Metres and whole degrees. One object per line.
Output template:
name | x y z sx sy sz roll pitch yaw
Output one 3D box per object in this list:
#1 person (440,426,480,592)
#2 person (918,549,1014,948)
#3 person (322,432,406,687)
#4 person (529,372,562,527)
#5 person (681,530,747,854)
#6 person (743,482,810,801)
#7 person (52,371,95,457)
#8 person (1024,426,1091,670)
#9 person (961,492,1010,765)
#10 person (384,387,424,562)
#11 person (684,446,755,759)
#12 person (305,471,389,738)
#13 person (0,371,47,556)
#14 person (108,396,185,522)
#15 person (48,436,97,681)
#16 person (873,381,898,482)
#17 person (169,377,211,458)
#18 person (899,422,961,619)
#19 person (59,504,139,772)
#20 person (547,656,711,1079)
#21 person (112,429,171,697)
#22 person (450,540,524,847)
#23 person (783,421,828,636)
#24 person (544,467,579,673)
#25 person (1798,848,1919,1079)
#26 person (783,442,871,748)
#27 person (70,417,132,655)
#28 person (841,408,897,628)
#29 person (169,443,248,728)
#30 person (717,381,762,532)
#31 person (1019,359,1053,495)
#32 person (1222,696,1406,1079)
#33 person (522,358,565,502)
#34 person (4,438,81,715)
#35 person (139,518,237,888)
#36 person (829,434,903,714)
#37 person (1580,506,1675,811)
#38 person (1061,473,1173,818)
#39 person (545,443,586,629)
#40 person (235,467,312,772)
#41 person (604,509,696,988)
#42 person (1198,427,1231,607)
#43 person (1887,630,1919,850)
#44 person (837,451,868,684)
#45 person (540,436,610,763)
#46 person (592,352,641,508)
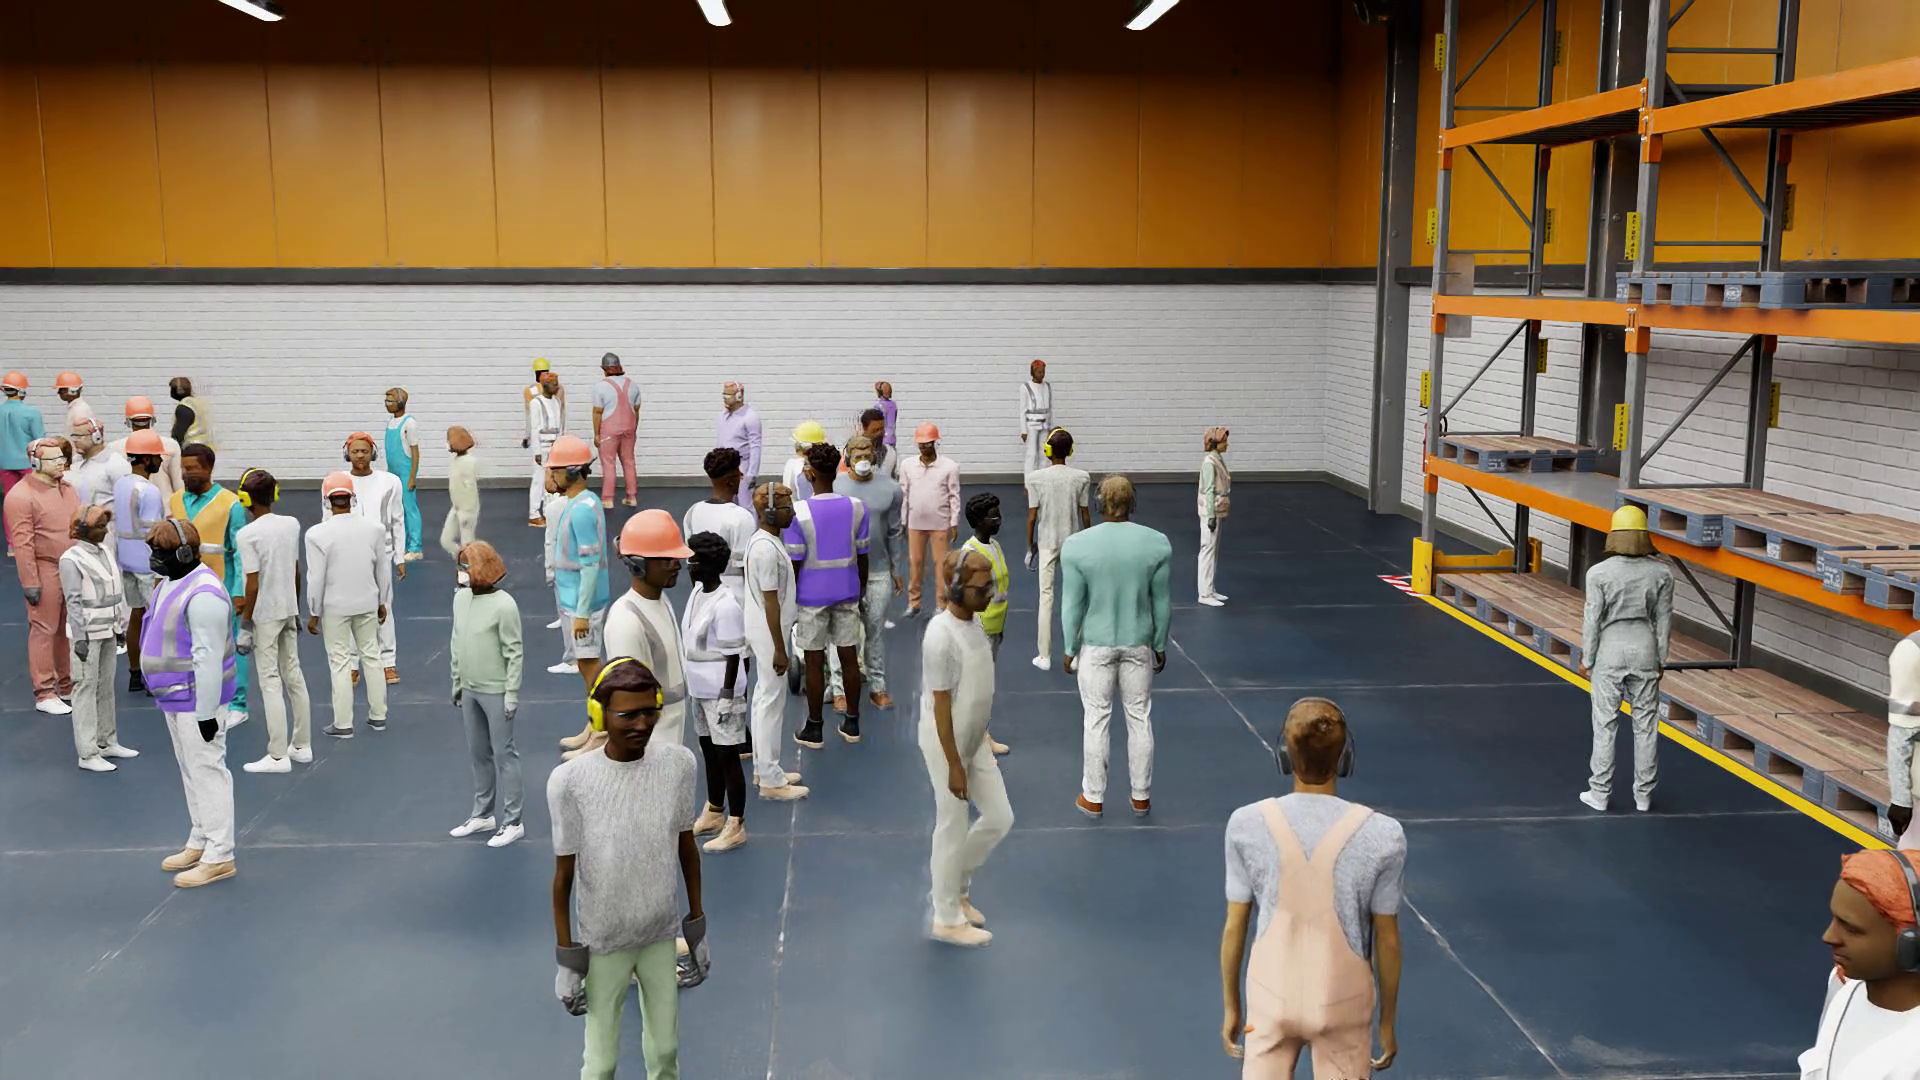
person | -4.690 -0.262 15.621 0.349 1.623 0.505 -7 11 -37
person | 0.017 0.941 7.416 0.401 1.829 0.501 4 10 26
person | -4.386 0.141 12.263 0.580 1.884 0.352 -3 10 -19
person | -4.987 -1.096 20.099 0.374 1.872 0.590 3 10 20
person | -1.301 0.789 8.772 0.318 1.699 0.537 -5 11 -31
person | -1.074 0.581 9.625 0.345 1.846 0.507 -2 9 -13
person | -9.641 -0.853 18.211 0.422 1.985 0.613 -6 11 -31
person | 0.753 0.065 12.770 0.518 1.877 0.326 -1 9 -4
person | 0.140 0.546 10.306 0.318 1.697 0.535 3 9 17
person | -5.922 -0.693 17.622 0.515 1.845 0.338 8 12 40
person | -1.459 0.393 10.439 0.607 1.961 0.367 8 12 39
person | -4.038 0.420 10.942 0.343 1.743 0.572 8 12 40
person | -10.106 -0.813 17.904 0.622 1.994 0.381 0 9 1
person | -6.983 -0.243 14.319 0.608 1.997 0.374 -5 10 -27
person | -6.669 0.136 12.459 0.357 1.836 0.511 3 9 16
person | -0.989 -1.271 21.895 0.308 1.640 0.510 4 10 26
person | -9.284 -1.036 19.885 0.744 1.813 0.657 -3 9 -16
person | -0.277 -0.165 14.594 0.564 1.751 0.342 3 9 16
person | -5.311 0.590 10.218 0.309 1.637 0.513 0 9 -1
person | -1.032 1.272 5.247 0.509 1.862 0.328 -6 11 -33
person | -5.838 0.166 11.983 0.539 1.930 0.377 7 12 39
person | -2.527 0.809 8.854 0.507 1.632 0.273 6 11 35
person | -1.252 -0.071 13.754 0.403 1.833 0.591 -3 10 -20
person | -2.991 0.204 12.689 0.280 1.625 0.493 4 10 23
person | 1.916 1.547 3.478 0.351 1.878 0.569 2 9 10
person | -0.861 0.371 10.674 0.603 1.931 0.368 -5 10 -28
person | -6.876 -0.027 13.247 0.655 1.906 0.407 4 10 23
person | -0.804 -0.191 14.292 0.507 1.901 0.609 8 12 42
person | -5.014 0.303 11.141 0.589 1.920 0.399 3 10 20
person | -2.387 -0.738 17.714 0.399 1.909 0.642 -9 12 -43
person | 1.053 -1.541 22.851 0.588 1.876 0.353 -8 12 -41
person | 1.005 1.360 4.797 0.503 1.830 0.381 3 10 20
person | -5.582 -1.469 22.270 0.619 1.923 0.391 -9 13 -44
person | -6.280 0.241 11.565 0.408 1.909 0.642 1 9 5
person | -3.845 0.798 8.313 0.429 1.837 0.624 -7 12 -38
person | -0.685 0.231 11.528 0.630 1.940 0.371 -3 10 -20
person | 3.754 0.670 9.408 0.484 1.736 0.305 1 9 5
person | 0.863 0.592 9.271 0.630 1.938 0.372 -1 9 -6
person | -3.314 -0.026 14.073 0.310 1.642 0.514 -7 11 -37
person | -4.208 0.488 10.138 0.327 1.869 0.517 3 9 17
person | -1.302 0.878 7.136 0.382 2.041 0.616 0 9 2
person | 2.334 -0.220 15.293 0.306 1.639 0.524 3 9 16
person | 4.043 0.992 6.786 0.595 1.923 0.374 -3 10 -20
person | -0.758 0.196 12.355 0.338 1.741 0.573 -1 9 -4
person | -2.374 0.371 10.322 0.392 2.041 0.615 -2 9 -13
person | -4.525 -1.442 21.714 0.683 2.000 0.535 -9 12 -43
